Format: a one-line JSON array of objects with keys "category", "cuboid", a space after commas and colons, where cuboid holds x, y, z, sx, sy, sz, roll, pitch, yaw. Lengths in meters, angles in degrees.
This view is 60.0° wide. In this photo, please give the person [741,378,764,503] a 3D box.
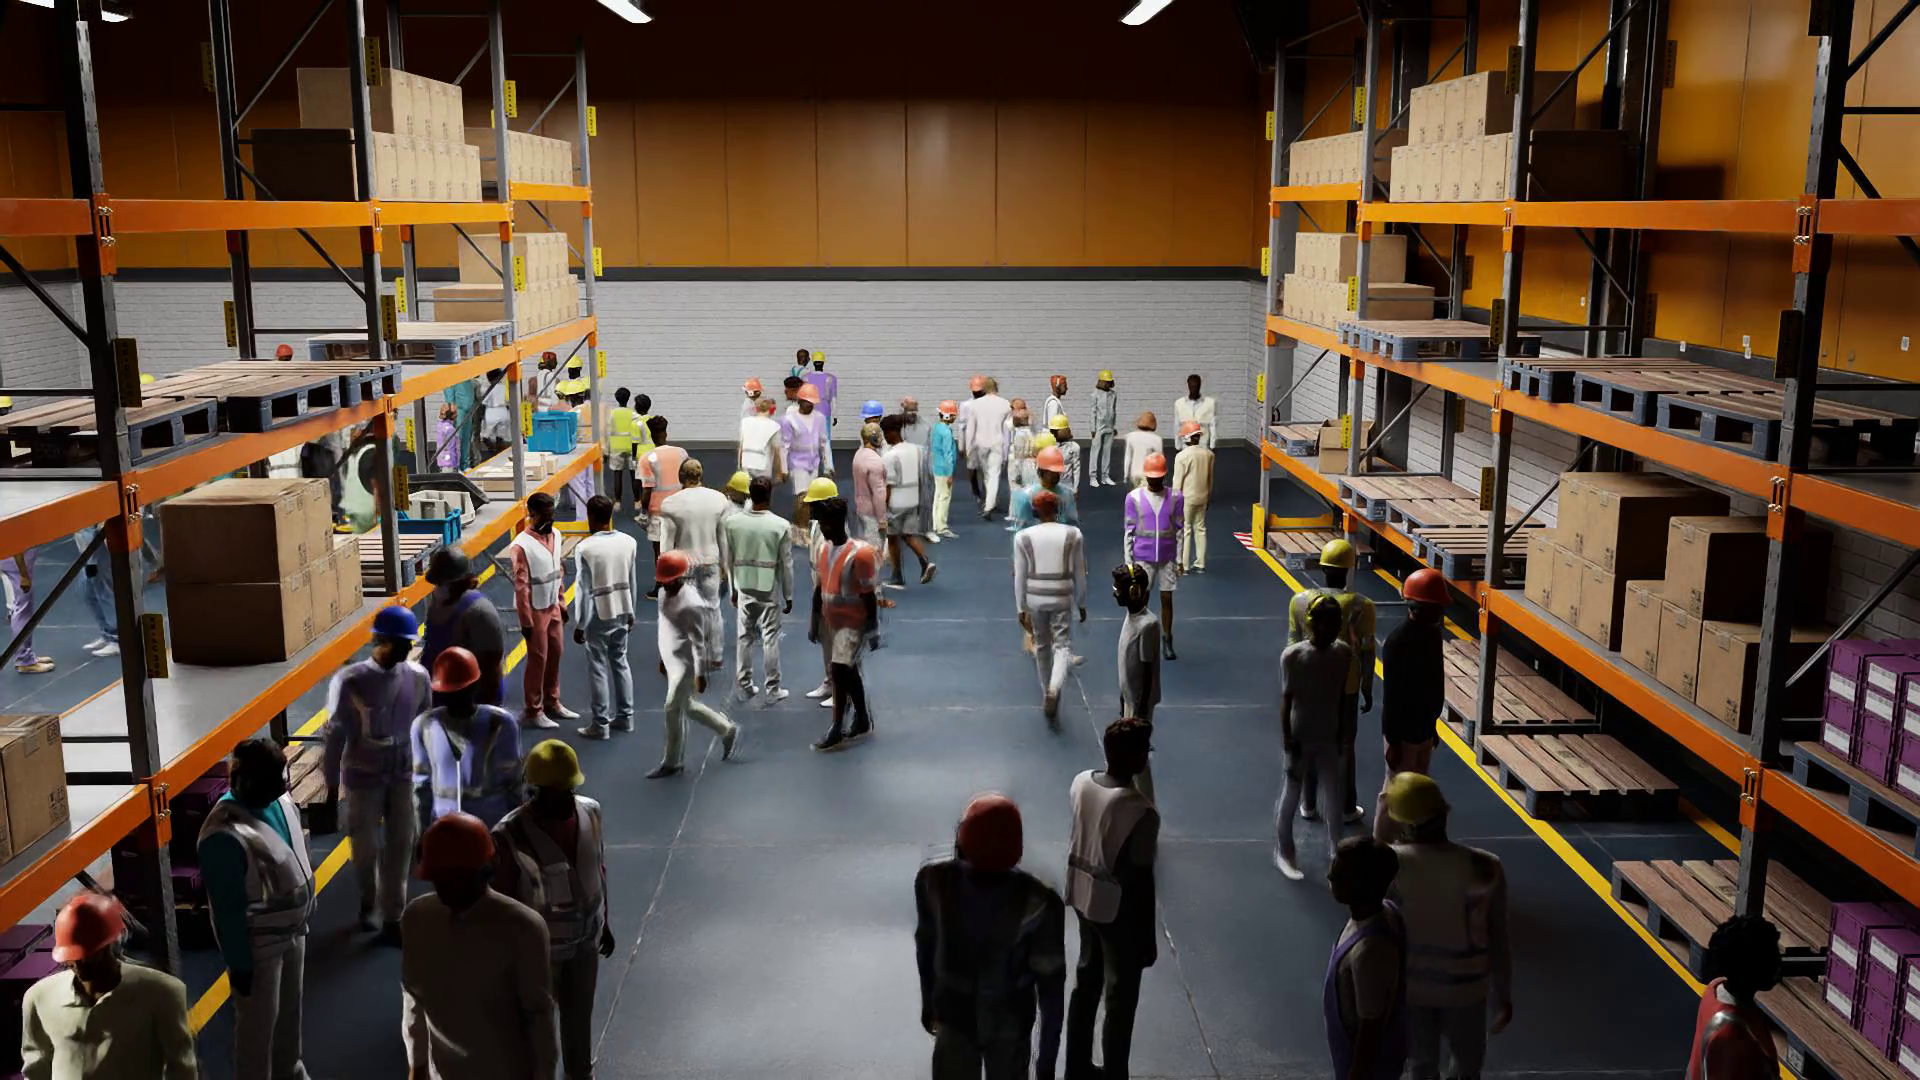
[{"category": "person", "cuboid": [-2.906, -1.403, 23.391, 0.341, 1.750, 0.567, -2, 11, -8]}]

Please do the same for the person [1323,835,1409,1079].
[{"category": "person", "cuboid": [1.486, 1.975, 6.218, 0.343, 1.847, 0.506, 4, 12, 19]}]

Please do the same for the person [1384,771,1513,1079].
[{"category": "person", "cuboid": [1.991, 1.853, 6.982, 0.625, 1.793, 0.480, 3, 12, 15]}]

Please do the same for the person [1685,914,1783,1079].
[{"category": "person", "cuboid": [2.694, 2.121, 5.857, 0.321, 1.697, 0.530, 4, 12, 20]}]

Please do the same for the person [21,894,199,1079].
[{"category": "person", "cuboid": [-3.042, 2.076, 5.977, 0.567, 1.737, 0.428, 0, 11, -2]}]

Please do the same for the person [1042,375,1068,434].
[{"category": "person", "cuboid": [1.284, -1.310, 22.631, 0.355, 1.876, 0.574, 1, 11, 3]}]

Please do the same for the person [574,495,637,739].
[{"category": "person", "cuboid": [-2.749, 0.596, 12.989, 0.396, 1.908, 0.600, 8, 14, 33]}]

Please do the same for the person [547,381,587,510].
[{"category": "person", "cuboid": [-5.409, -1.297, 22.826, 0.524, 1.769, 0.314, 5, 12, 24]}]

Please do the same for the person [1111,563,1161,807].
[{"category": "person", "cuboid": [1.121, 1.065, 10.771, 0.347, 1.855, 0.532, -1, 11, -7]}]

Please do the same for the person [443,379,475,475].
[{"category": "person", "cuboid": [-7.671, -1.923, 25.613, 0.402, 1.906, 0.652, 2, 12, 12]}]

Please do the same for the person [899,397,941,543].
[{"category": "person", "cuboid": [-0.596, -0.815, 20.177, 0.843, 1.871, 0.543, -7, 13, -30]}]

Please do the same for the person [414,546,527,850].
[{"category": "person", "cuboid": [-3.201, 0.961, 10.815, 0.838, 2.000, 0.794, -8, 14, -33]}]

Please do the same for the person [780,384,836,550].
[{"category": "person", "cuboid": [-1.839, -0.889, 20.160, 0.610, 2.010, 0.571, -10, 15, -40]}]

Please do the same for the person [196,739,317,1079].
[{"category": "person", "cuboid": [-3.074, 1.756, 7.369, 0.429, 1.831, 0.633, 1, 11, 3]}]

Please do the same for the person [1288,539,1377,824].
[{"category": "person", "cuboid": [2.491, 0.948, 11.162, 0.585, 1.929, 0.377, 5, 12, 25]}]

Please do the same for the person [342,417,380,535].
[{"category": "person", "cuboid": [-6.140, -0.333, 17.304, 0.709, 2.000, 0.603, 7, 13, 31]}]

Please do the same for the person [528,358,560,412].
[{"category": "person", "cuboid": [-6.664, -2.076, 26.776, 0.532, 1.754, 0.340, -1, 11, -5]}]

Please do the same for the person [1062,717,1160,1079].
[{"category": "person", "cuboid": [0.687, 1.707, 7.604, 0.388, 1.832, 0.568, -7, 13, -33]}]

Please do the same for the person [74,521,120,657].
[{"category": "person", "cuboid": [-8.011, 0.128, 15.372, 0.433, 1.898, 0.595, -6, 13, -27]}]

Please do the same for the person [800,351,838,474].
[{"category": "person", "cuboid": [-2.192, -1.978, 25.872, 0.588, 1.919, 0.401, 0, 11, 2]}]

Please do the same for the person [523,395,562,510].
[{"category": "person", "cuboid": [-5.776, -1.166, 22.550, 0.670, 1.622, 0.528, 0, 11, -1]}]

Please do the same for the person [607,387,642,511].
[{"category": "person", "cuboid": [-4.574, -1.235, 22.690, 0.541, 1.696, 0.315, -3, 12, -15]}]

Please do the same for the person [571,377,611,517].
[{"category": "person", "cuboid": [-4.885, -1.194, 21.985, 0.626, 1.893, 0.523, -11, 16, -43]}]

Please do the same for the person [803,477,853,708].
[{"category": "person", "cuboid": [-1.097, 0.427, 13.805, 0.396, 1.918, 0.588, -6, 13, -27]}]

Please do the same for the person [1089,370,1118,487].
[{"category": "person", "cuboid": [2.149, -1.665, 24.729, 0.493, 1.742, 0.322, -8, 14, -34]}]

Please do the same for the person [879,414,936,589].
[{"category": "person", "cuboid": [-0.595, -0.397, 17.896, 0.616, 1.930, 0.628, 11, 16, 43]}]

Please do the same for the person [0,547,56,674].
[{"category": "person", "cuboid": [-8.327, 0.269, 14.773, 0.329, 1.844, 0.515, -7, 13, -31]}]

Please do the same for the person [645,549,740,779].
[{"category": "person", "cuboid": [-1.955, 0.873, 12.116, 0.717, 1.707, 0.577, -8, 14, -33]}]

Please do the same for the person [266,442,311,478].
[{"category": "person", "cuboid": [-7.829, -0.628, 19.336, 0.607, 1.814, 0.528, -7, 13, -30]}]

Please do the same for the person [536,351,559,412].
[{"category": "person", "cuboid": [-6.449, -2.023, 26.168, 0.357, 1.885, 0.573, -8, 14, -36]}]

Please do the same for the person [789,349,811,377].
[{"category": "person", "cuboid": [-2.558, -2.196, 27.147, 0.506, 1.842, 0.346, 10, 15, 41]}]

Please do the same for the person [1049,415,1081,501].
[{"category": "person", "cuboid": [1.161, -0.599, 19.390, 0.487, 1.741, 0.312, 4, 12, 20]}]

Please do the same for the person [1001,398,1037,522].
[{"category": "person", "cuboid": [0.786, -1.054, 21.928, 0.514, 1.640, 0.310, -5, 13, -26]}]

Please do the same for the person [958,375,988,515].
[{"category": "person", "cuboid": [0.266, -1.307, 22.514, 0.586, 1.910, 0.643, 1, 11, 5]}]
